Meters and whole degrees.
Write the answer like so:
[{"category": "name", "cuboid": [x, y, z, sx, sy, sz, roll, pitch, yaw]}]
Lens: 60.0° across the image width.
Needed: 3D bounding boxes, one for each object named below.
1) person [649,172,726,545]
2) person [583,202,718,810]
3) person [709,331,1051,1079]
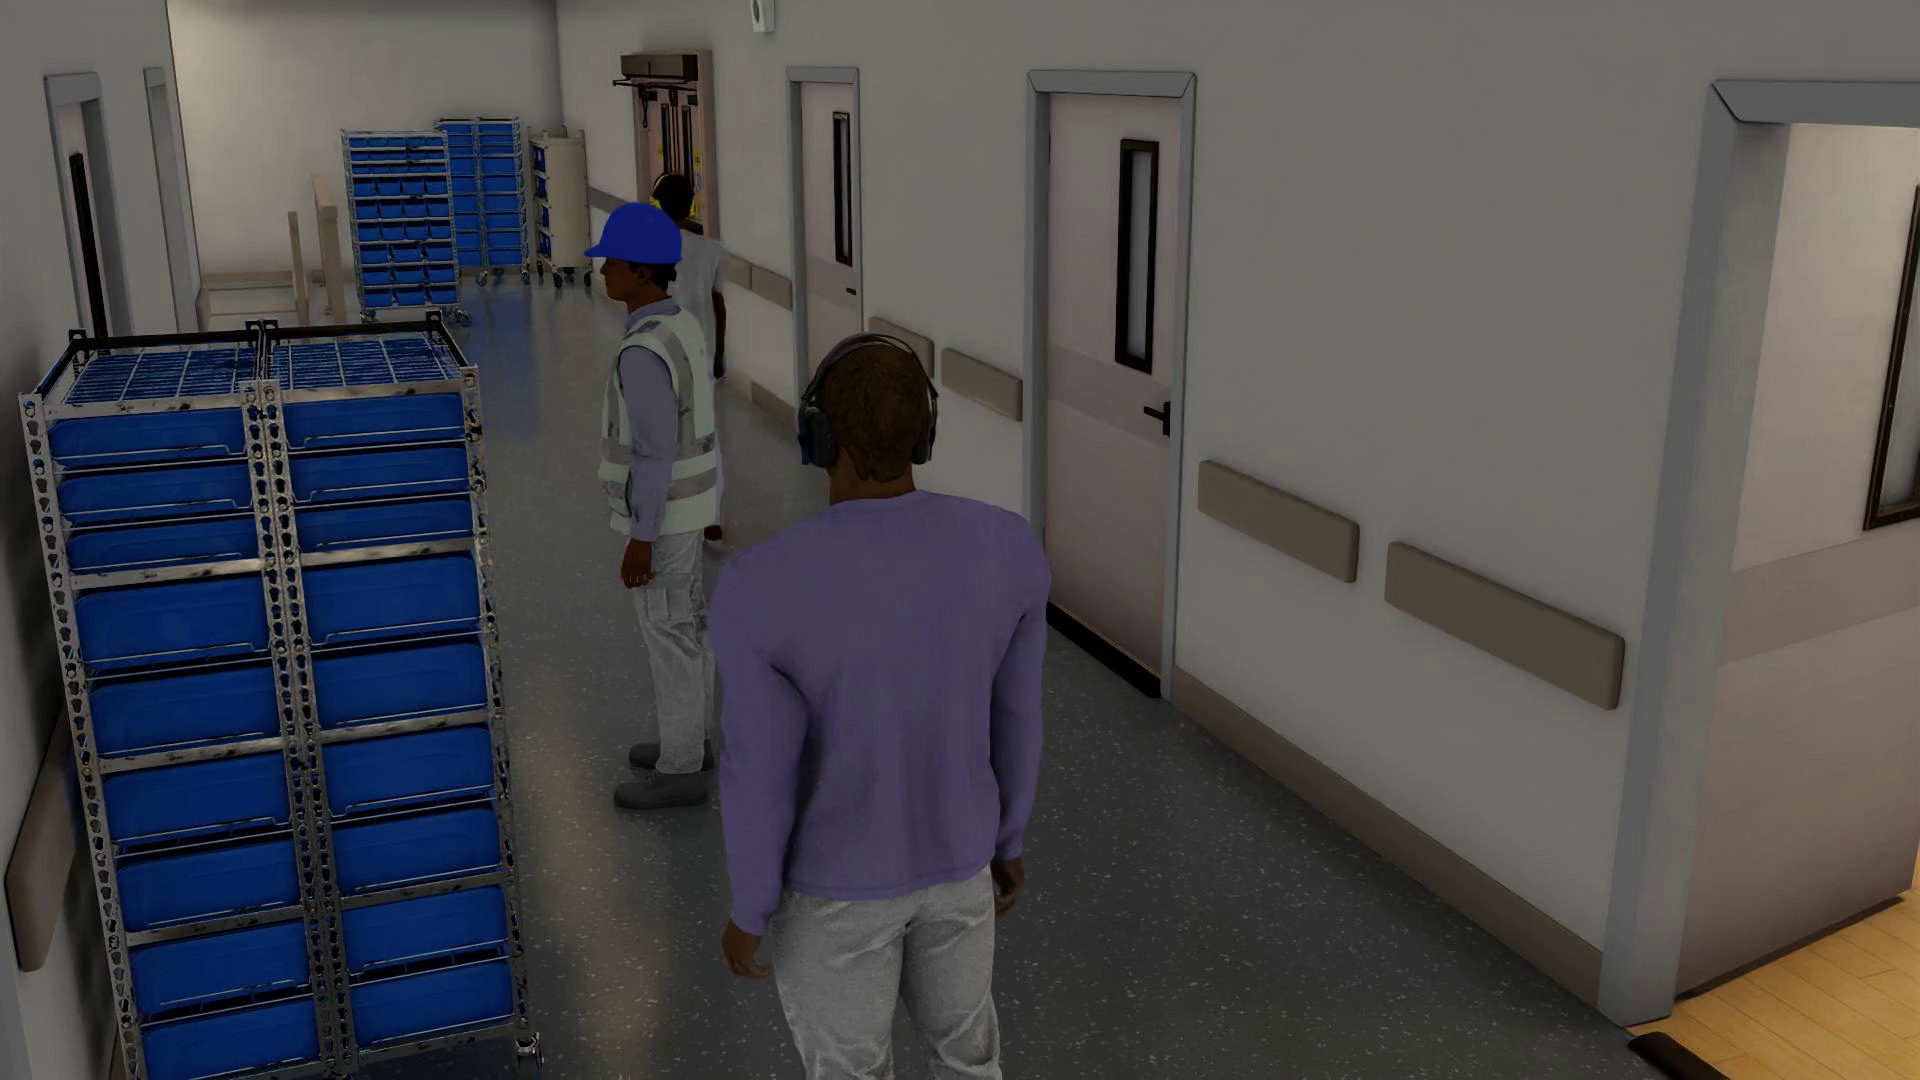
[{"category": "person", "cuboid": [-1.452, -0.936, 8.473, 0.558, 1.828, 0.930, -9, 18, -28]}, {"category": "person", "cuboid": [-0.963, -0.096, 5.352, 0.381, 1.951, 0.607, 0, 16, 0]}, {"category": "person", "cuboid": [-0.139, 0.594, 2.986, 0.627, 1.941, 0.372, -9, 18, -27]}]
